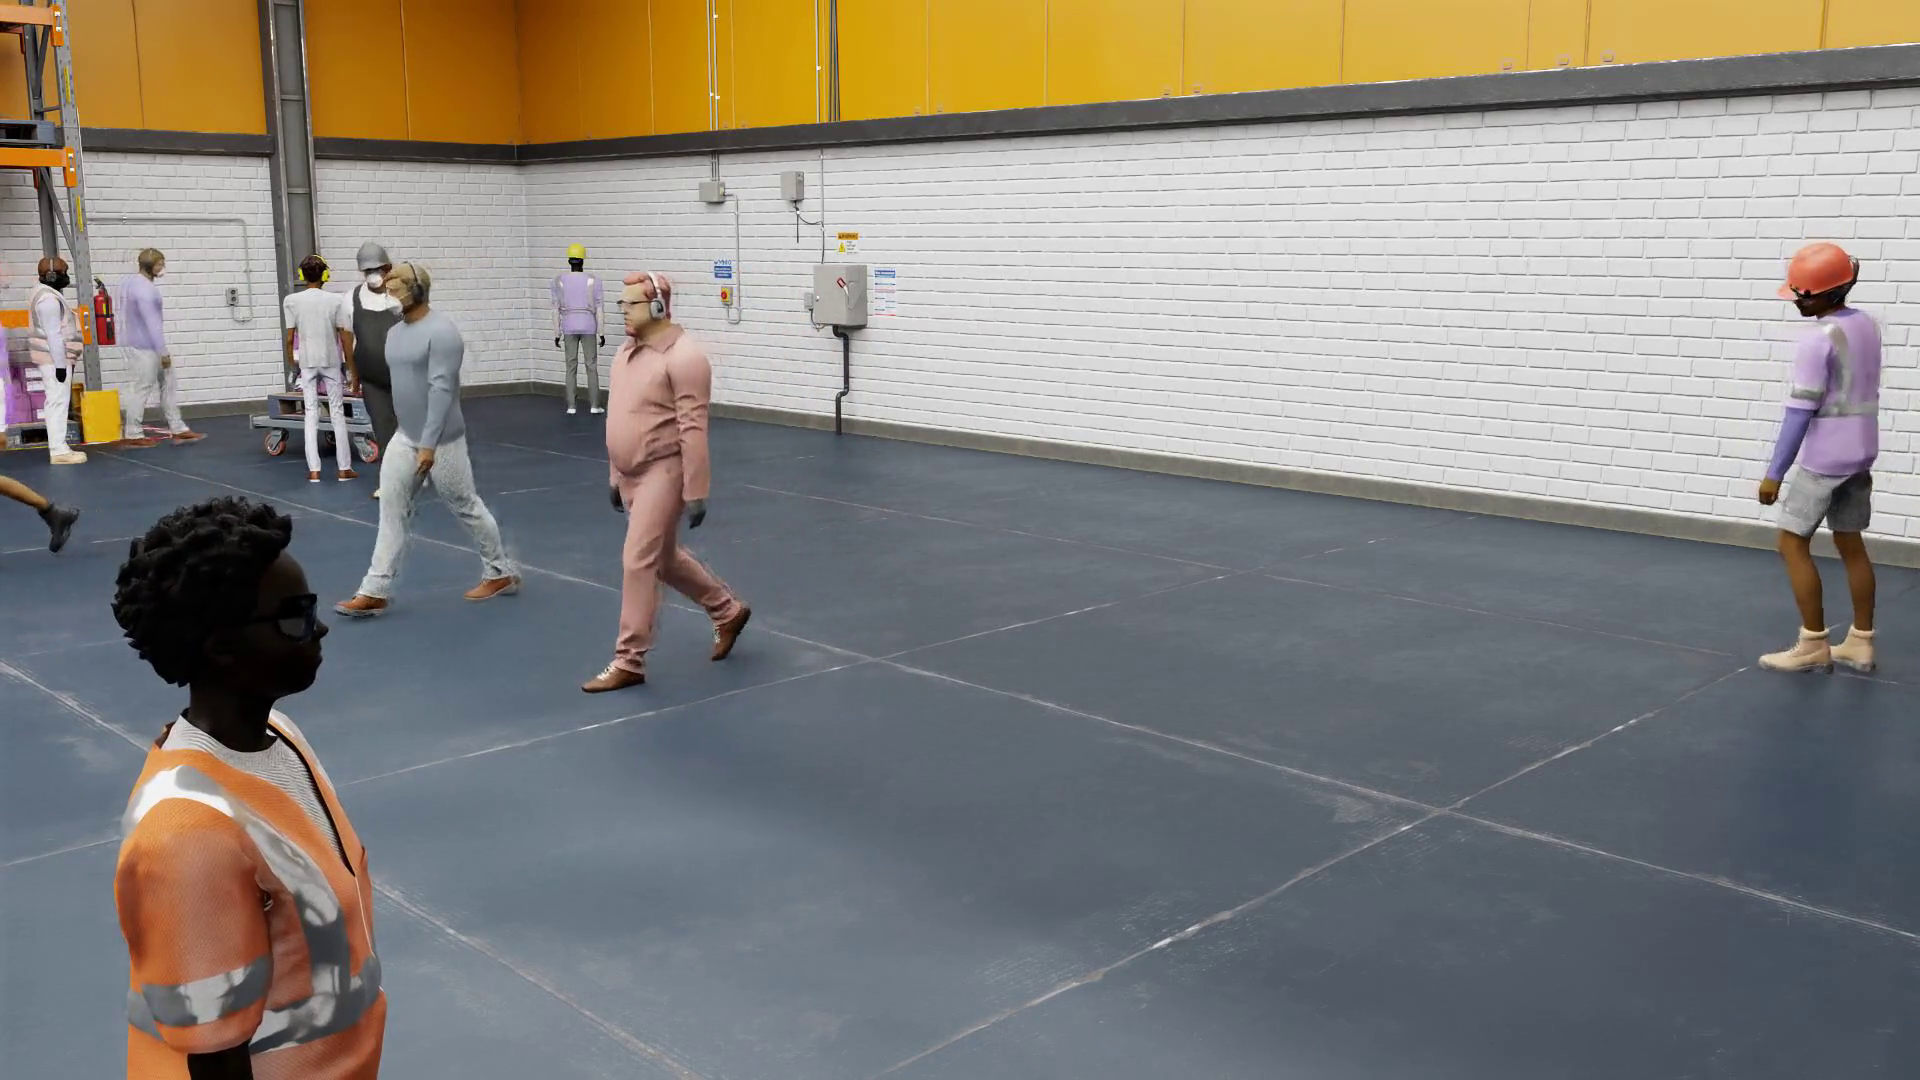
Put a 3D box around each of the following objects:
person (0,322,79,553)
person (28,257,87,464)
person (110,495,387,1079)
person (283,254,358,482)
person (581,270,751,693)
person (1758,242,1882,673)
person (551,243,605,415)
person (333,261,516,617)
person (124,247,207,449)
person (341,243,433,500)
[{"bbox_3d":[-5.829,-0.763,10.039,0.724,1.923,0.555,-7,13,-34],"label":"person"},{"bbox_3d":[-8.025,-1.591,14.804,0.431,1.836,0.618,-7,12,-32],"label":"person"},{"bbox_3d":[-0.916,0.784,2.202,0.318,1.700,0.535,-3,11,-15],"label":"person"},{"bbox_3d":[-5.272,-1.409,13.693,0.513,1.872,0.331,-2,11,-12],"label":"person"},{"bbox_3d":[-1.348,-0.290,7.586,0.900,1.875,0.653,-8,13,-38],"label":"person"},{"bbox_3d":[4.006,-0.355,7.639,0.680,1.993,0.446,-7,13,-35],"label":"person"},{"bbox_3d":[-4.298,-2.370,18.779,0.584,1.928,0.367,-1,10,-6],"label":"person"},{"bbox_3d":[-2.879,-0.543,8.936,0.631,1.891,1.025,8,13,36],"label":"person"},{"bbox_3d":[-7.583,-1.811,15.798,0.875,1.899,0.643,-6,12,-28],"label":"person"},{"bbox_3d":[-4.417,-1.372,13.027,0.785,2.000,1.044,-1,10,-8],"label":"person"}]
